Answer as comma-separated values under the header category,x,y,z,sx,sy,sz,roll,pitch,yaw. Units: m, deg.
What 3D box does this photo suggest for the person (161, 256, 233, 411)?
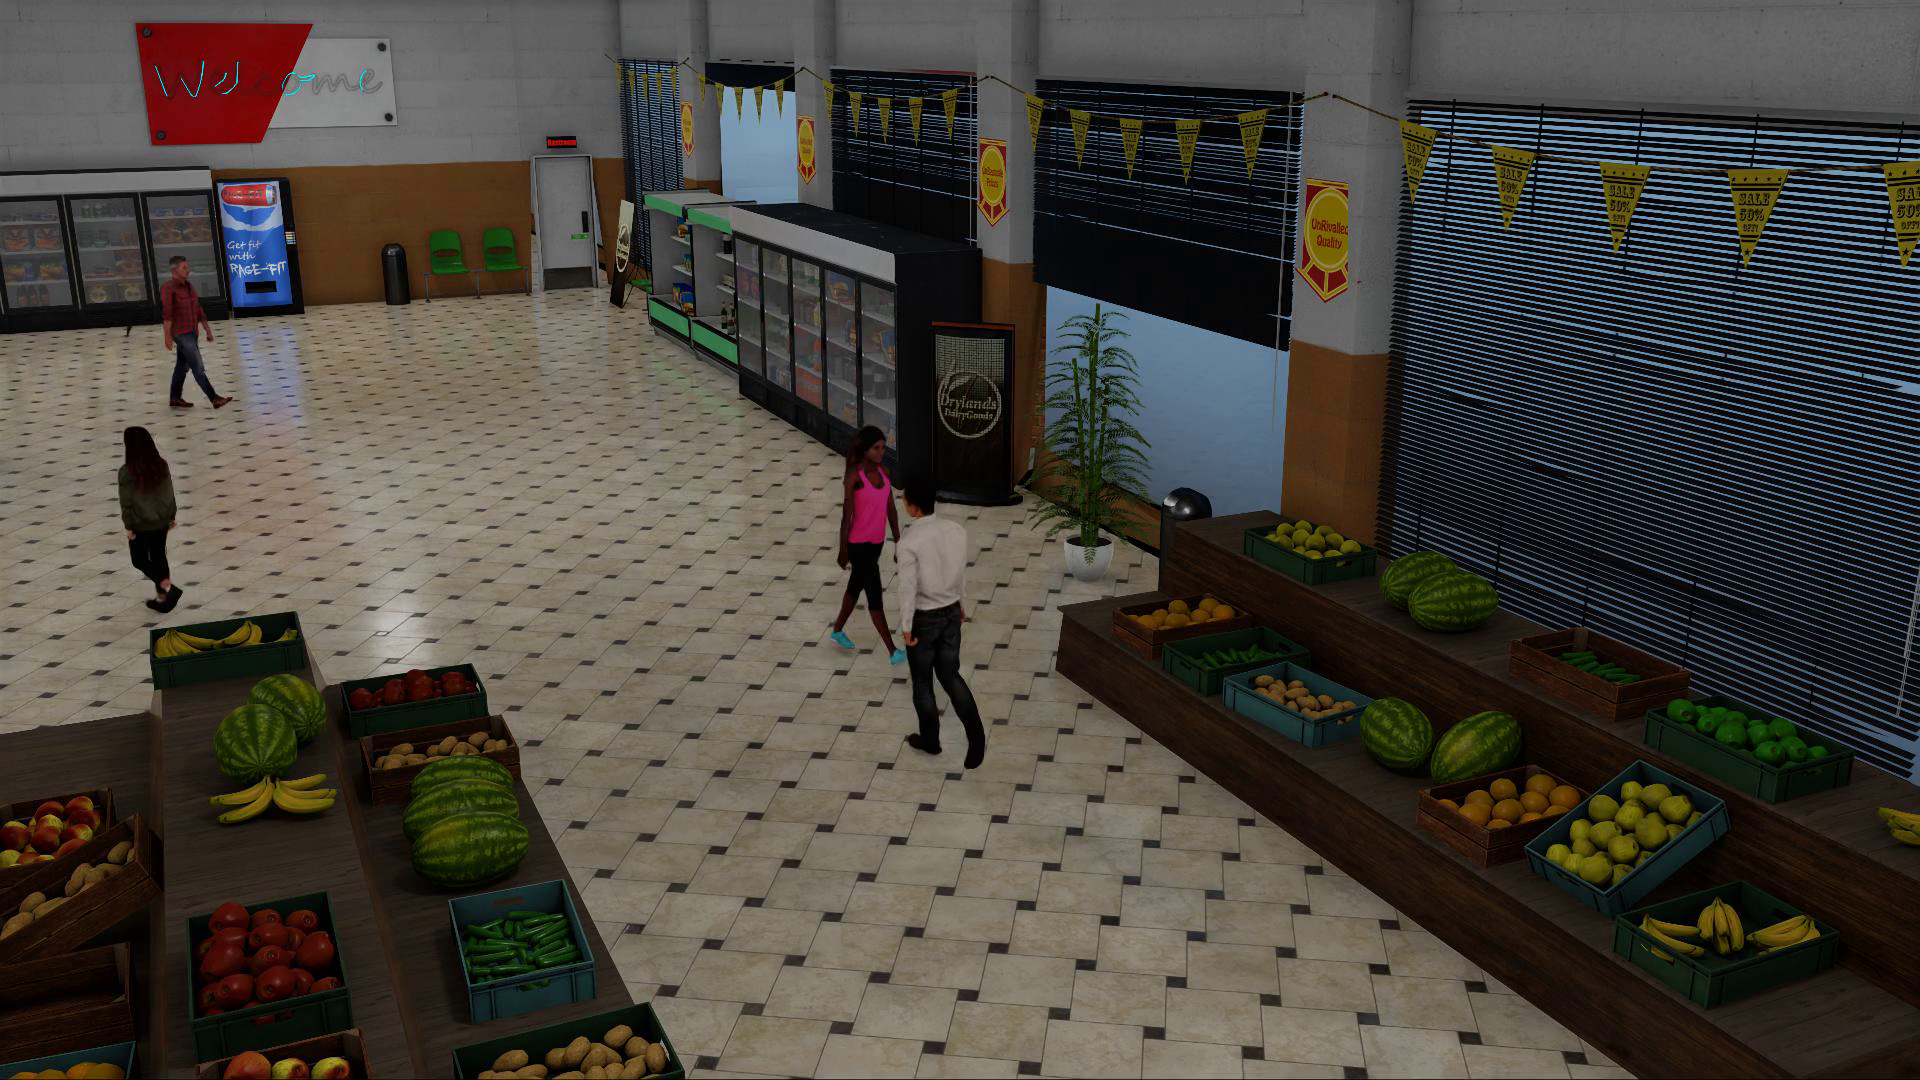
category,x,y,z,sx,sy,sz,roll,pitch,yaw
person,-9.165,-2.397,19.477,1.164,1.792,1.202,2,17,8

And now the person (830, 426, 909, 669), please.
category,x,y,z,sx,sy,sz,roll,pitch,yaw
person,-0.719,0.039,11.678,0.851,1.662,1.208,-16,23,-42

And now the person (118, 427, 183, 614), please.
category,x,y,z,sx,sy,sz,roll,pitch,yaw
person,-6.074,-0.124,12.557,0.902,1.464,0.803,11,20,31

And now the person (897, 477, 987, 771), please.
category,x,y,z,sx,sy,sz,roll,pitch,yaw
person,-0.097,0.516,9.896,0.793,1.784,1.058,-11,20,-33
